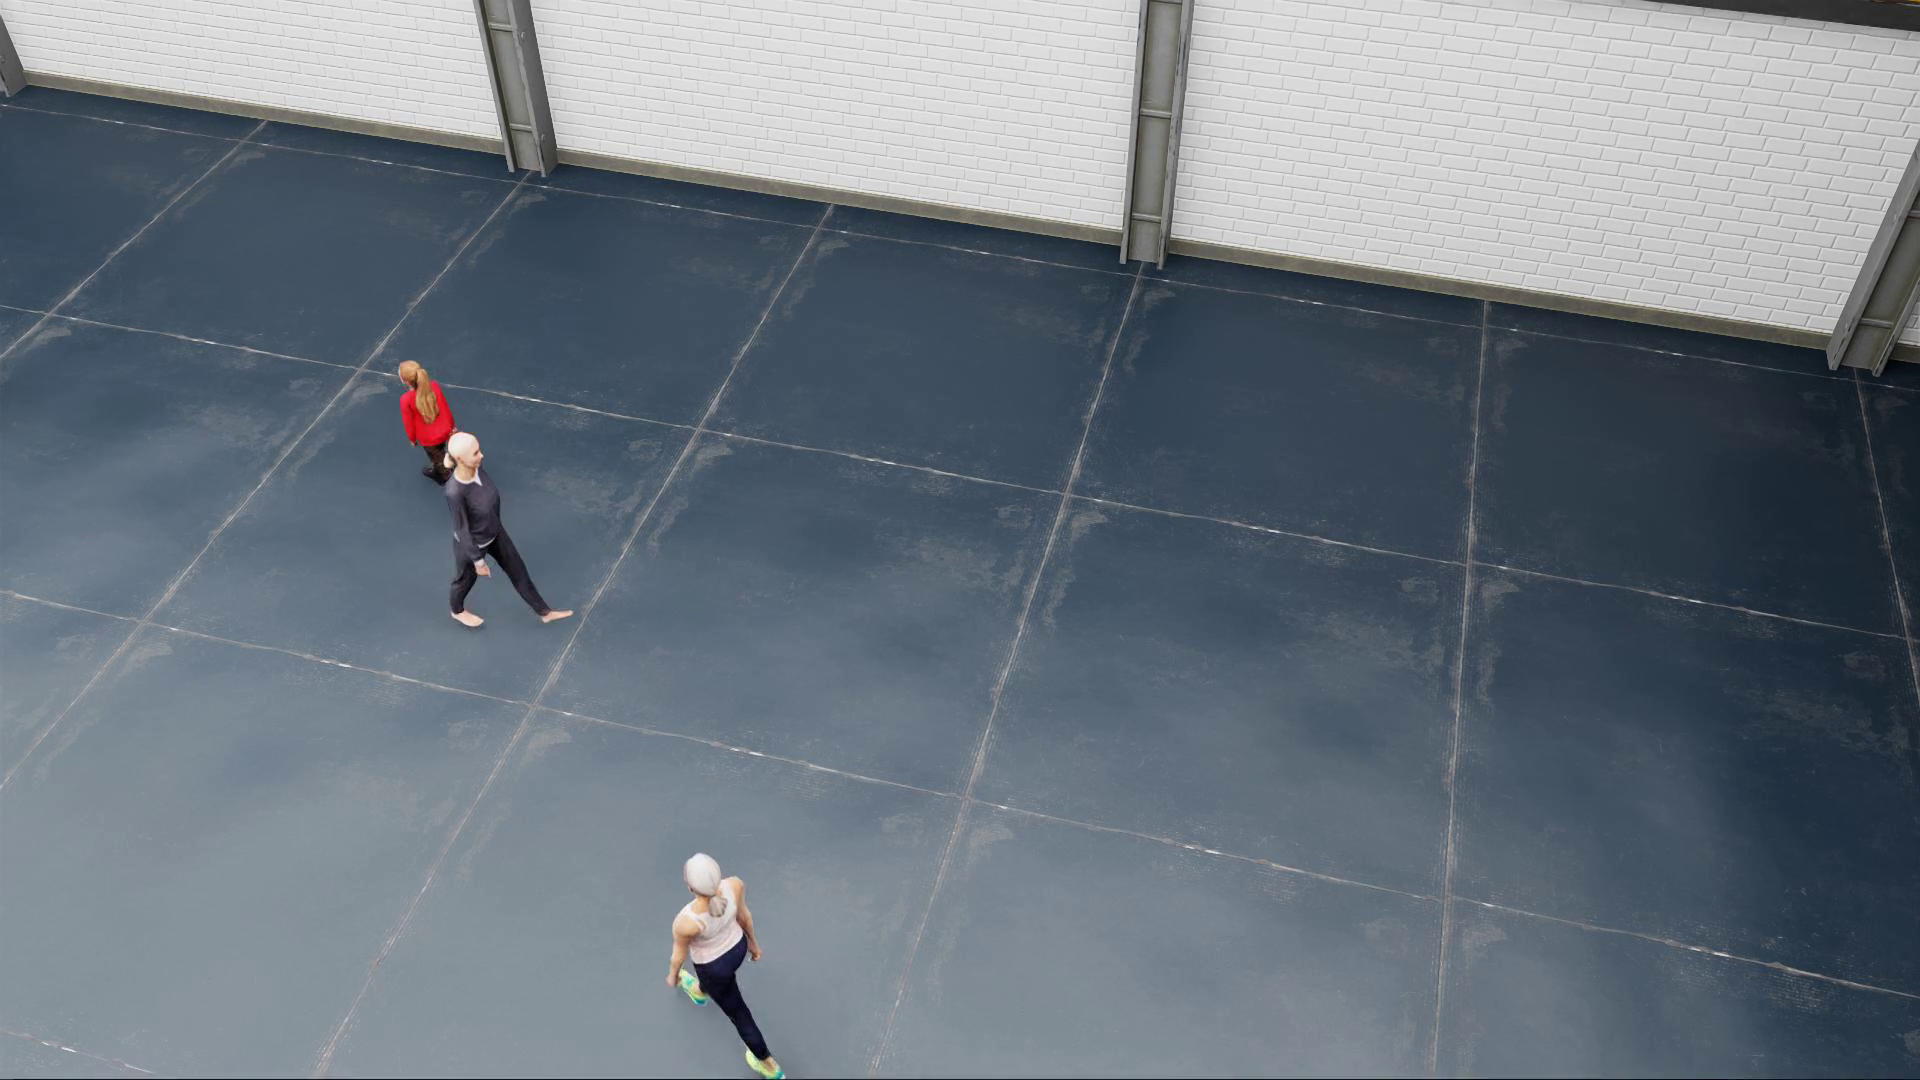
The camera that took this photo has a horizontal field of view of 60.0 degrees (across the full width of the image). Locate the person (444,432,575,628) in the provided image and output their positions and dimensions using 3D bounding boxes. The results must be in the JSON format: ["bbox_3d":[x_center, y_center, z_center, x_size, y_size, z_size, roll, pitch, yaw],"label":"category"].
[{"bbox_3d":[-3.303,-0.026,11.140,1.101,1.672,0.665,10,45,11],"label":"person"}]

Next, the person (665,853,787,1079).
[{"bbox_3d":[-1.199,2.286,8.729,1.242,1.650,0.973,32,52,29],"label":"person"}]

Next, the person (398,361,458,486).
[{"bbox_3d":[-3.831,-0.741,12.195,0.974,1.253,0.717,29,51,27],"label":"person"}]
